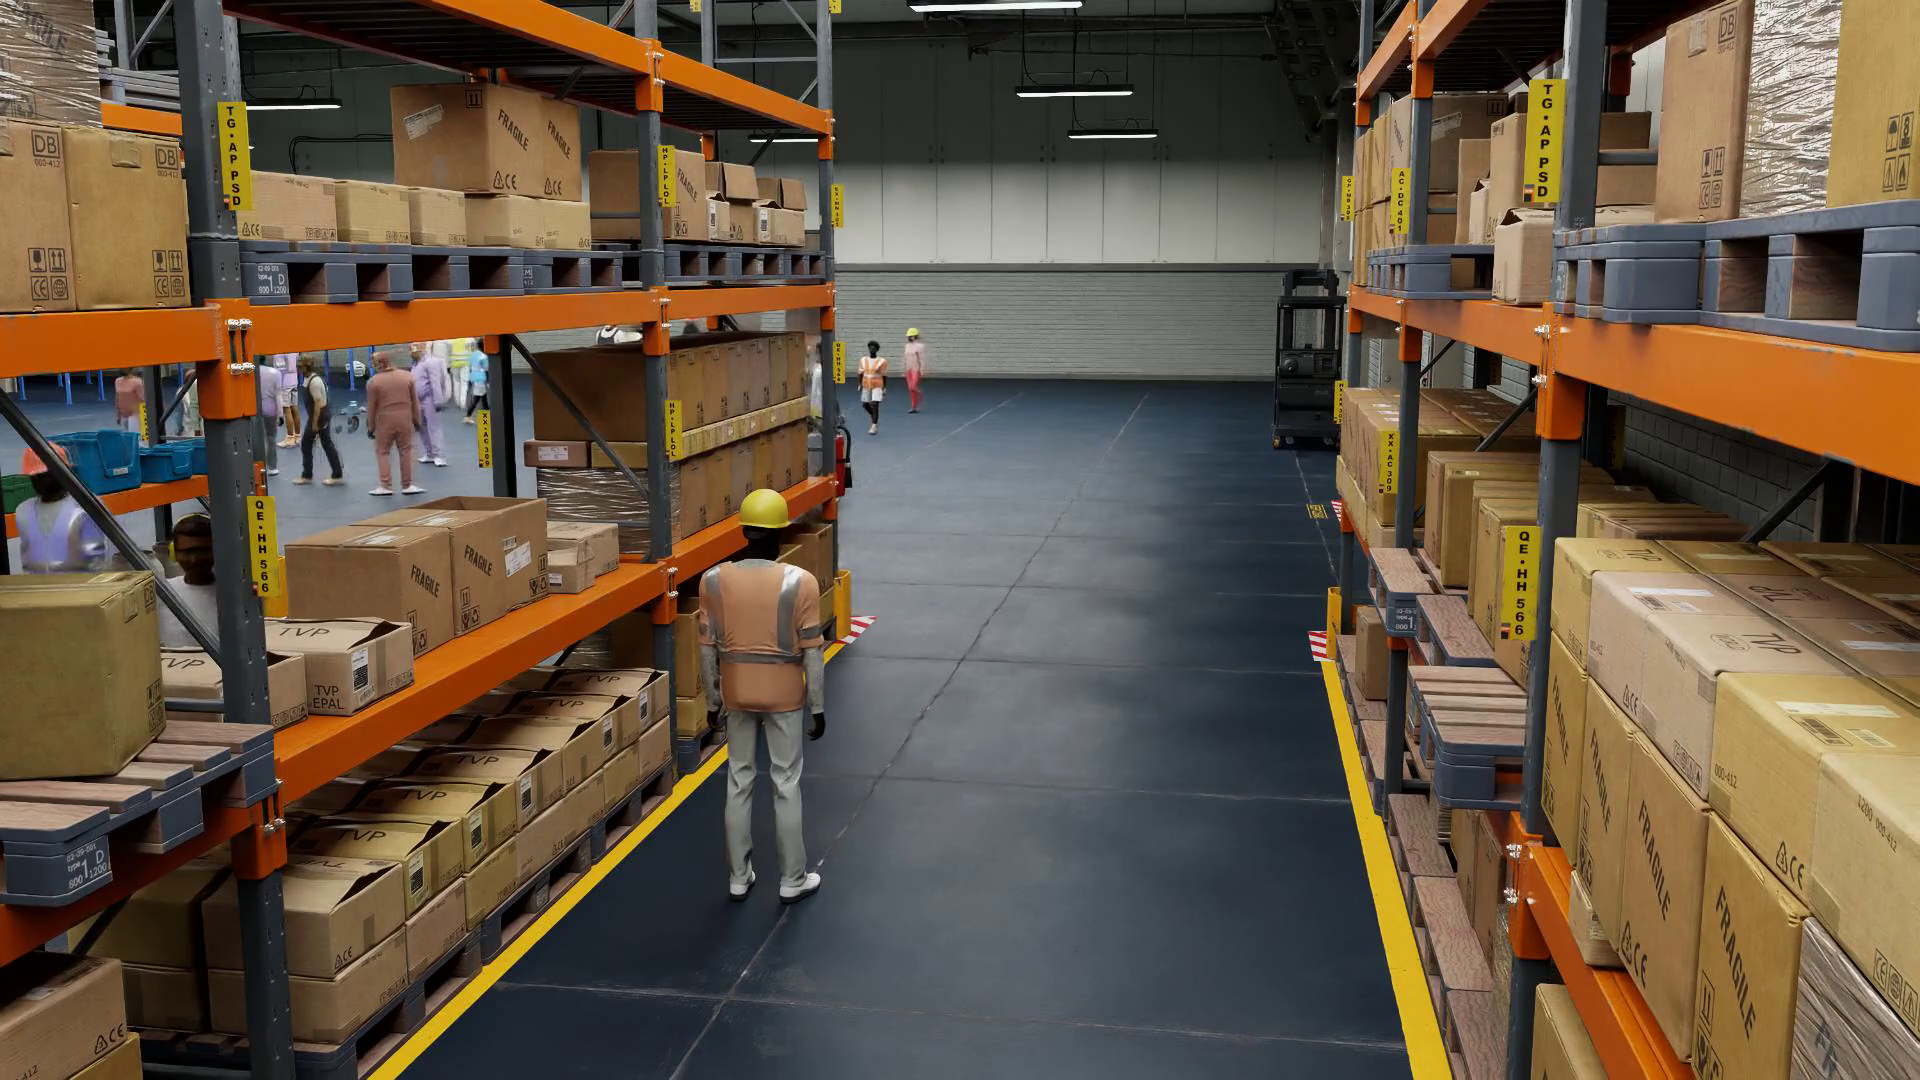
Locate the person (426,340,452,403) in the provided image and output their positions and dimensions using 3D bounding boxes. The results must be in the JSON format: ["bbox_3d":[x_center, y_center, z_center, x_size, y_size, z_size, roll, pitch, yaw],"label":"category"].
[{"bbox_3d":[-11.593,-4.035,37.214,0.623,1.889,0.977,-1,9,-8],"label":"person"}]

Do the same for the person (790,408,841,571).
[{"bbox_3d":[-1.360,-0.297,14.456,0.946,1.776,0.610,8,12,41],"label":"person"}]

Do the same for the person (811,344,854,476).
[{"bbox_3d":[-1.784,-1.785,23.152,0.828,1.936,0.628,-2,9,-11],"label":"person"}]

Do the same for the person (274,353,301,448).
[{"bbox_3d":[-11.194,-2.558,27.584,0.377,2.045,0.605,1,9,6],"label":"person"}]

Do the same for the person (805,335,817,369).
[{"bbox_3d":[-3.951,-4.966,43.792,0.811,1.605,0.526,4,10,22],"label":"person"}]

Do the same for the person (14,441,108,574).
[{"bbox_3d":[-5.402,0.335,10.121,0.543,1.923,0.690,0,9,2],"label":"person"}]

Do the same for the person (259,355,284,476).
[{"bbox_3d":[-9.913,-1.831,23.582,0.584,1.896,0.782,-2,9,-11],"label":"person"}]

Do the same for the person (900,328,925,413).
[{"bbox_3d":[-0.989,-3.486,34.207,0.370,1.754,0.529,-8,12,-41],"label":"person"}]

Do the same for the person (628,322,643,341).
[{"bbox_3d":[-6.959,-3.833,36.151,0.760,1.804,0.680,-4,10,-25],"label":"person"}]

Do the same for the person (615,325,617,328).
[{"bbox_3d":[-7.658,-3.921,36.676,0.588,1.824,0.403,-1,9,-4],"label":"person"}]

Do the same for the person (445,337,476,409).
[{"bbox_3d":[-10.615,-3.722,35.496,0.629,1.803,0.897,-1,9,-5],"label":"person"}]

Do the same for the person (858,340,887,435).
[{"bbox_3d":[-1.549,-2.764,29.935,0.538,1.682,0.639,3,10,19],"label":"person"}]

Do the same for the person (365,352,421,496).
[{"bbox_3d":[-7.406,-1.513,21.682,0.730,1.876,0.395,-7,12,-37],"label":"person"}]

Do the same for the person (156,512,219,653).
[{"bbox_3d":[-3.378,0.798,7.475,0.546,1.857,0.372,-3,10,-17],"label":"person"}]

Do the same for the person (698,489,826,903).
[{"bbox_3d":[-0.907,0.720,7.721,0.594,1.926,0.366,2,9,11],"label":"person"}]

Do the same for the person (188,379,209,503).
[{"bbox_3d":[-9.291,-1.404,20.752,0.380,1.949,0.613,7,11,35],"label":"person"}]

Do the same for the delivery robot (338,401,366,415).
[{"bbox_3d":[-11.058,-2.418,30.342,0.335,0.223,0.698,3,10,17],"label":"delivery robot"}]

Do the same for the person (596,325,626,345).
[{"bbox_3d":[-7.461,-3.795,35.356,0.689,2.000,0.535,4,10,21],"label":"person"}]

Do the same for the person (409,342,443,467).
[{"bbox_3d":[-8.025,-2.047,25.016,0.753,1.864,0.396,9,13,44],"label":"person"}]

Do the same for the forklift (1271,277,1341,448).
[{"bbox_3d":[5.847,-3.016,27.970,1.129,2.768,1.873,1,9,9],"label":"forklift"}]

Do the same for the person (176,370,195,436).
[{"bbox_3d":[-10.211,-1.496,22.425,0.613,1.578,0.872,-5,11,-30],"label":"person"}]

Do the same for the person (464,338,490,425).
[{"bbox_3d":[-9.151,-3.026,31.709,0.879,1.639,0.550,-9,13,-44],"label":"person"}]

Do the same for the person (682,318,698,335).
[{"bbox_3d":[-6.485,-4.477,39.727,0.900,1.939,0.641,-8,12,-42],"label":"person"}]

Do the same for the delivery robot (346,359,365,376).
[{"bbox_3d":[-16.345,-4.657,44.951,0.477,0.478,0.707,-7,12,-37],"label":"delivery robot"}]

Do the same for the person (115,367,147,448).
[{"bbox_3d":[-11.737,-1.770,23.692,0.534,1.745,0.680,4,10,25],"label":"person"}]

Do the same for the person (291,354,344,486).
[{"bbox_3d":[-8.765,-1.616,22.516,0.795,1.801,0.519,-8,12,-40],"label":"person"}]
